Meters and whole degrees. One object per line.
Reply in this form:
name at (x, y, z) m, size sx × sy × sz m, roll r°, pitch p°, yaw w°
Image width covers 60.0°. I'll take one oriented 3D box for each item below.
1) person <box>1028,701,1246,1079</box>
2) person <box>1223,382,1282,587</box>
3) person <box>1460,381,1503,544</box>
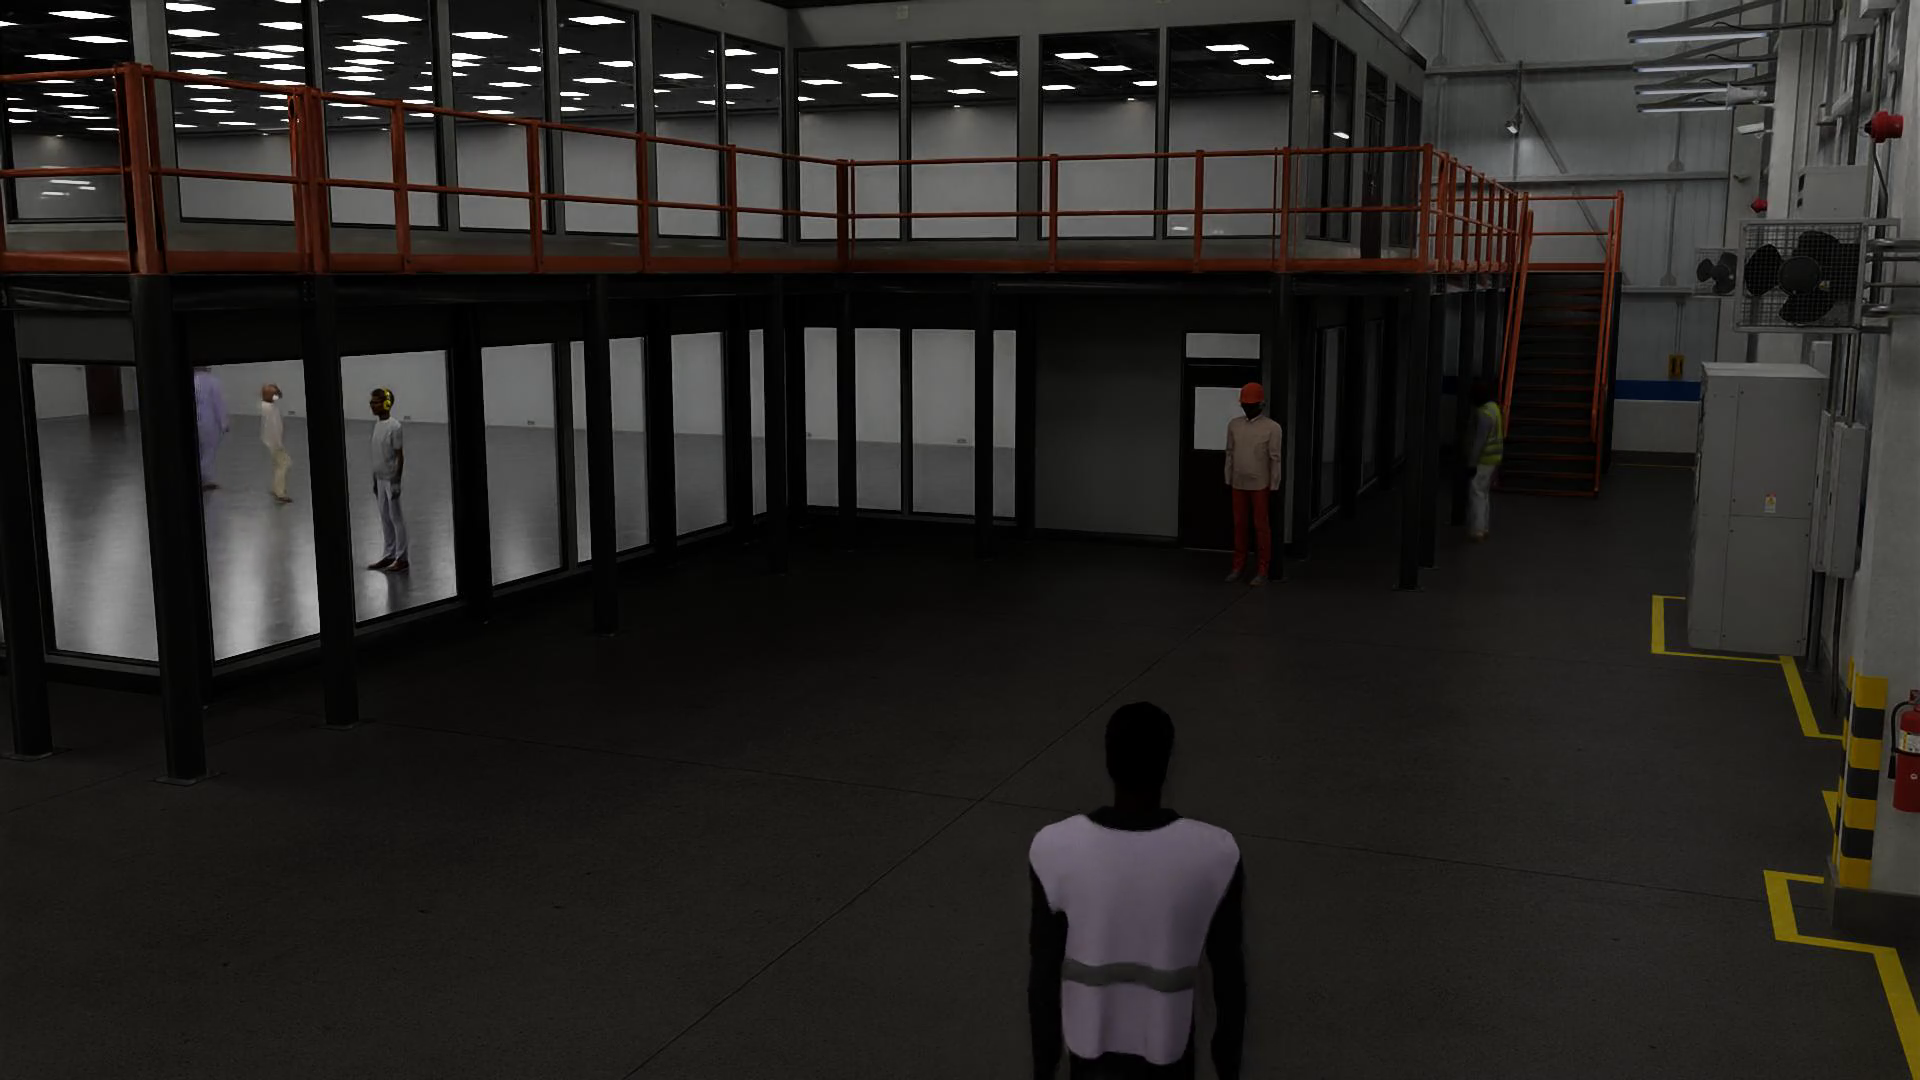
person at (0.479, 1.392, 4.550) m, size 0.597 × 1.894 × 0.808 m, roll 1°, pitch 9°, yaw 7°
person at (2.828, -0.541, 16.169) m, size 0.612 × 1.986 × 0.407 m, roll 8°, pitch 12°, yaw 41°
person at (5.874, -0.880, 18.727) m, size 0.434 × 1.830 × 0.666 m, roll 4°, pitch 10°, yaw 24°
